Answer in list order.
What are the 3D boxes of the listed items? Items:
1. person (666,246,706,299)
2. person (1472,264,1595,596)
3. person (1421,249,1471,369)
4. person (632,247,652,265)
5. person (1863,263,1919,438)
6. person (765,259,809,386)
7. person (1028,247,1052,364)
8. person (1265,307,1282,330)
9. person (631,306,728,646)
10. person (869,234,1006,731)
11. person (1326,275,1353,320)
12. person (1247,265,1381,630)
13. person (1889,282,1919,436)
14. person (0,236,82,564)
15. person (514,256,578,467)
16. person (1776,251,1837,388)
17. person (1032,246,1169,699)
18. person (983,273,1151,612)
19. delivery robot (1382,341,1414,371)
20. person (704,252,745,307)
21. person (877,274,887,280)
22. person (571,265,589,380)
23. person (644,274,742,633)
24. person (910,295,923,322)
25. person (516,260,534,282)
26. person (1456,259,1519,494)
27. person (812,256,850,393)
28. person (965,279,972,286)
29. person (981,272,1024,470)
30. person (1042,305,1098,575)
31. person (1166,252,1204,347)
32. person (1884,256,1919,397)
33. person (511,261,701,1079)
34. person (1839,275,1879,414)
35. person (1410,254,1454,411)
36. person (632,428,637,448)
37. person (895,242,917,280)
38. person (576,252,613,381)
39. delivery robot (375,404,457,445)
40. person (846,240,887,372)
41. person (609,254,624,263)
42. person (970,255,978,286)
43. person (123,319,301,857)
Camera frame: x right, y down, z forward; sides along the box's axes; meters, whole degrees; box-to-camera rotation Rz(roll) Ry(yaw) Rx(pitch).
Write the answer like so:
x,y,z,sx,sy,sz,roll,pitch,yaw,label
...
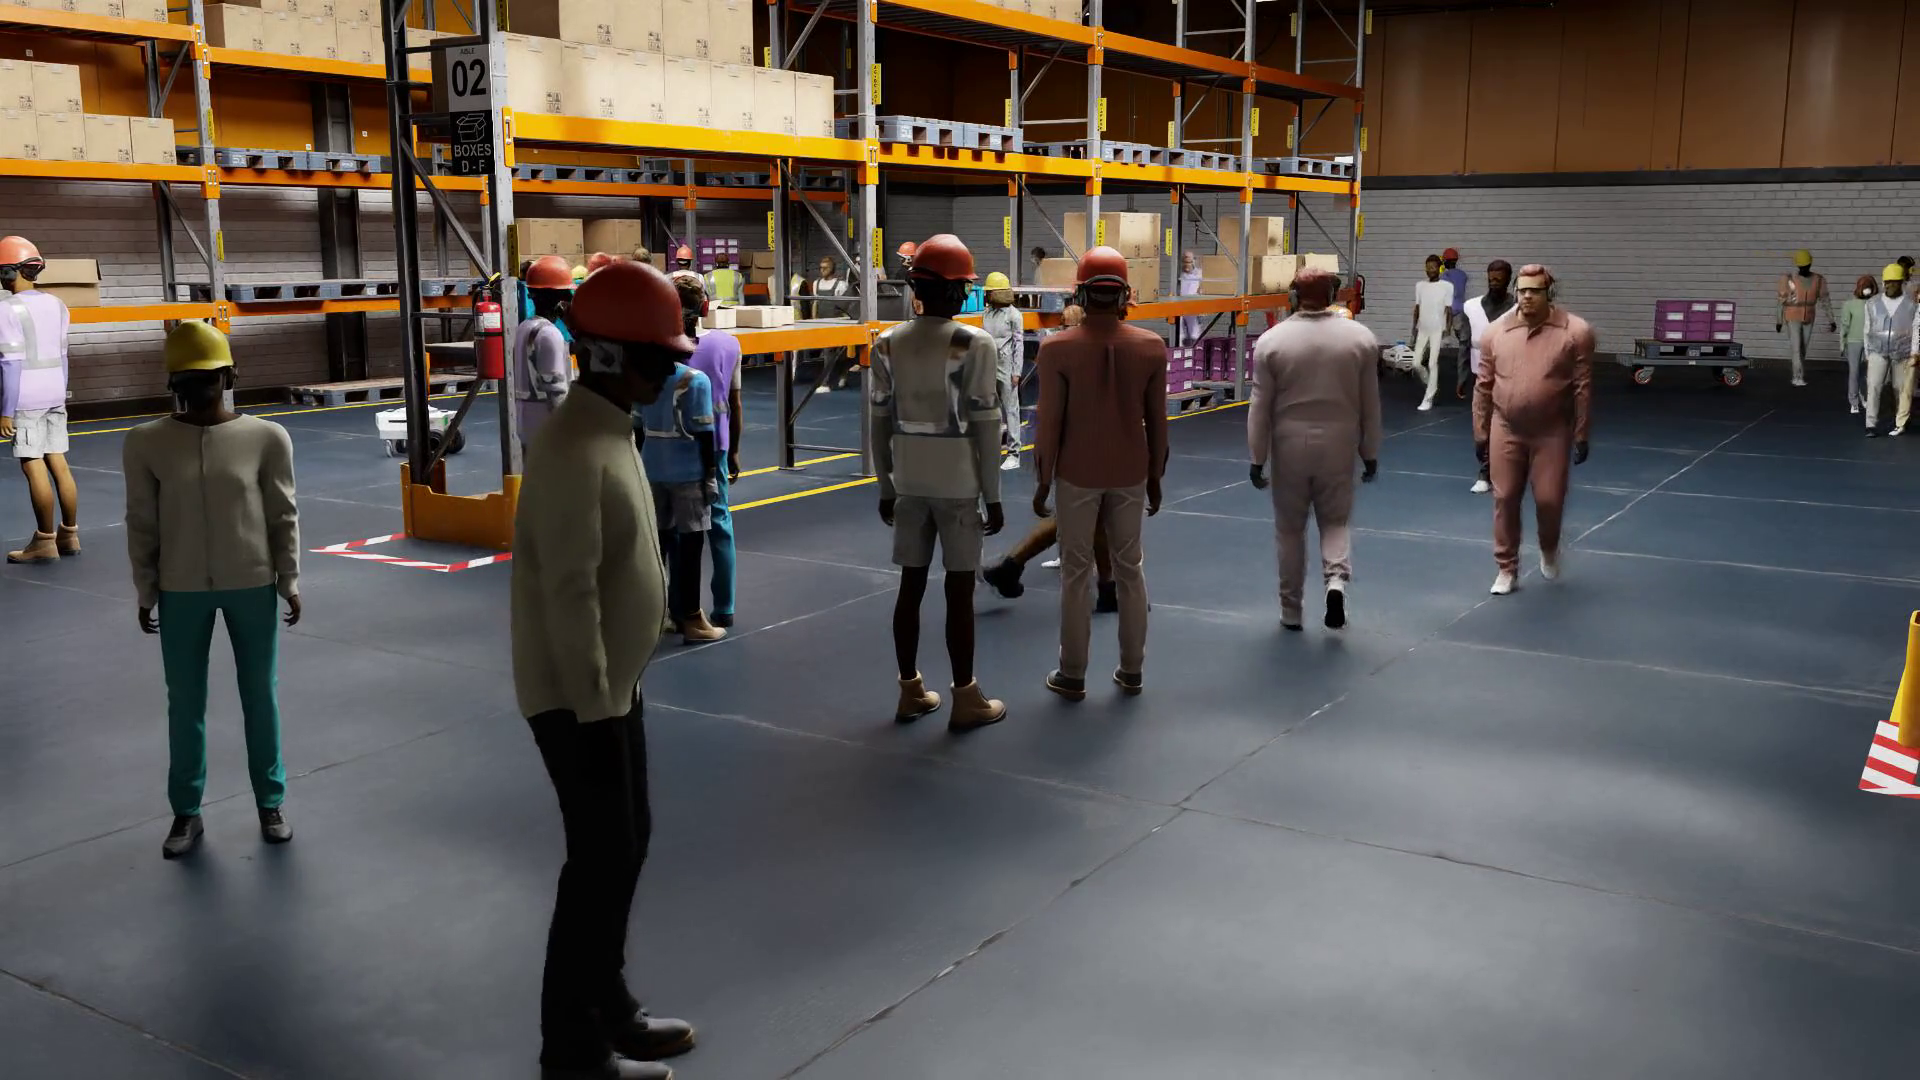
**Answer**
x,y,z,sx,sy,sz,roll,pitch,yaw,label
-3.697,-2.977,22.414,0.552,1.935,0.374,-1,10,-6,person
3.262,-0.627,9.518,0.668,1.889,0.489,6,12,28,person
7.712,-3.627,26.173,0.554,1.895,0.959,-4,11,-21,person
-3.912,-2.649,20.595,0.632,1.940,0.372,-3,11,-16,person
9.675,-1.974,17.257,0.578,1.803,0.880,7,12,35,person
-2.374,-3.030,23.026,0.631,1.823,0.631,4,11,19,person
1.412,-3.840,27.245,0.531,1.920,0.653,0,10,2,person
5.024,-3.617,26.493,0.369,1.752,0.549,3,11,18,person
-1.420,-0.322,8.362,0.540,1.696,0.317,7,13,35,person
-0.081,-0.233,6.913,0.605,2.045,0.388,7,12,32,person
3.542,-1.717,16.127,0.530,1.686,0.322,6,12,28,person
1.814,-0.454,8.539,0.679,1.894,0.538,1,10,4,person
9.880,-1.865,17.091,0.507,1.632,0.268,10,14,43,person
-5.842,-0.872,10.459,0.375,2.043,0.610,1,10,4,person
-2.216,-0.567,9.058,0.376,1.936,0.549,-6,12,-30,person
11.669,-3.032,22.911,0.721,1.874,0.843,0,10,3,person
0.615,-0.289,7.359,0.623,1.993,0.385,-3,11,-15,person
0.576,-0.516,8.932,0.863,1.895,0.572,0,10,2,person
6.427,-2.666,24.259,0.477,0.478,0.707,-1,10,-4,delivery robot
-3.474,-3.301,24.476,0.627,1.843,0.429,-3,11,-15,person
-0.937,-2.200,18.932,0.308,1.641,0.516,-4,11,-23,person
-3.775,-1.858,16.685,0.523,1.769,0.321,-4,11,-20,person
-1.378,-0.435,8.580,0.564,1.846,0.390,-7,12,-34,person
-0.289,-1.218,13.518,0.516,1.633,0.313,0,10,2,person
-3.482,-1.360,13.674,0.565,1.865,0.364,-1,10,-8,person
4.404,-1.354,13.598,0.579,1.880,0.969,8,13,38,person
-1.721,-2.902,22.343,0.514,1.821,0.856,6,12,31,person
-0.113,-2.830,21.746,0.584,1.882,0.337,-3,11,-14,person
0.343,-1.495,14.742,0.316,1.740,0.492,-10,14,-43,person
0.693,-0.587,10.056,0.280,1.618,0.498,-3,11,-18,person
3.525,-3.558,25.893,0.665,1.856,0.989,4,11,23,person
11.958,-2.699,21.216,0.996,1.814,0.513,-2,10,-11,person
-0.813,0.345,3.908,0.454,1.971,0.634,-1,10,-3,person
10.588,-2.296,19.501,0.531,1.619,0.405,4,11,22,person
5.611,-2.468,19.811,0.550,1.856,0.438,9,14,41,person
-3.062,-1.762,16.011,0.649,1.817,0.684,9,14,41,person
-0.680,-2.896,21.801,0.378,1.995,0.609,-2,10,-13,person
-2.959,-1.477,14.169,0.588,1.910,0.631,-7,12,-33,person
-5.082,-1.097,15.569,0.707,0.478,0.477,1,10,3,delivery robot
-1.487,-3.586,25.500,0.689,2.000,0.535,6,12,28,person
-3.444,-1.923,16.725,0.433,1.876,0.610,-2,10,-10,person
0.084,-2.969,22.699,0.450,1.820,0.622,-7,13,-35,person
-2.455,0.159,5.511,0.526,1.769,0.329,-4,11,-20,person
